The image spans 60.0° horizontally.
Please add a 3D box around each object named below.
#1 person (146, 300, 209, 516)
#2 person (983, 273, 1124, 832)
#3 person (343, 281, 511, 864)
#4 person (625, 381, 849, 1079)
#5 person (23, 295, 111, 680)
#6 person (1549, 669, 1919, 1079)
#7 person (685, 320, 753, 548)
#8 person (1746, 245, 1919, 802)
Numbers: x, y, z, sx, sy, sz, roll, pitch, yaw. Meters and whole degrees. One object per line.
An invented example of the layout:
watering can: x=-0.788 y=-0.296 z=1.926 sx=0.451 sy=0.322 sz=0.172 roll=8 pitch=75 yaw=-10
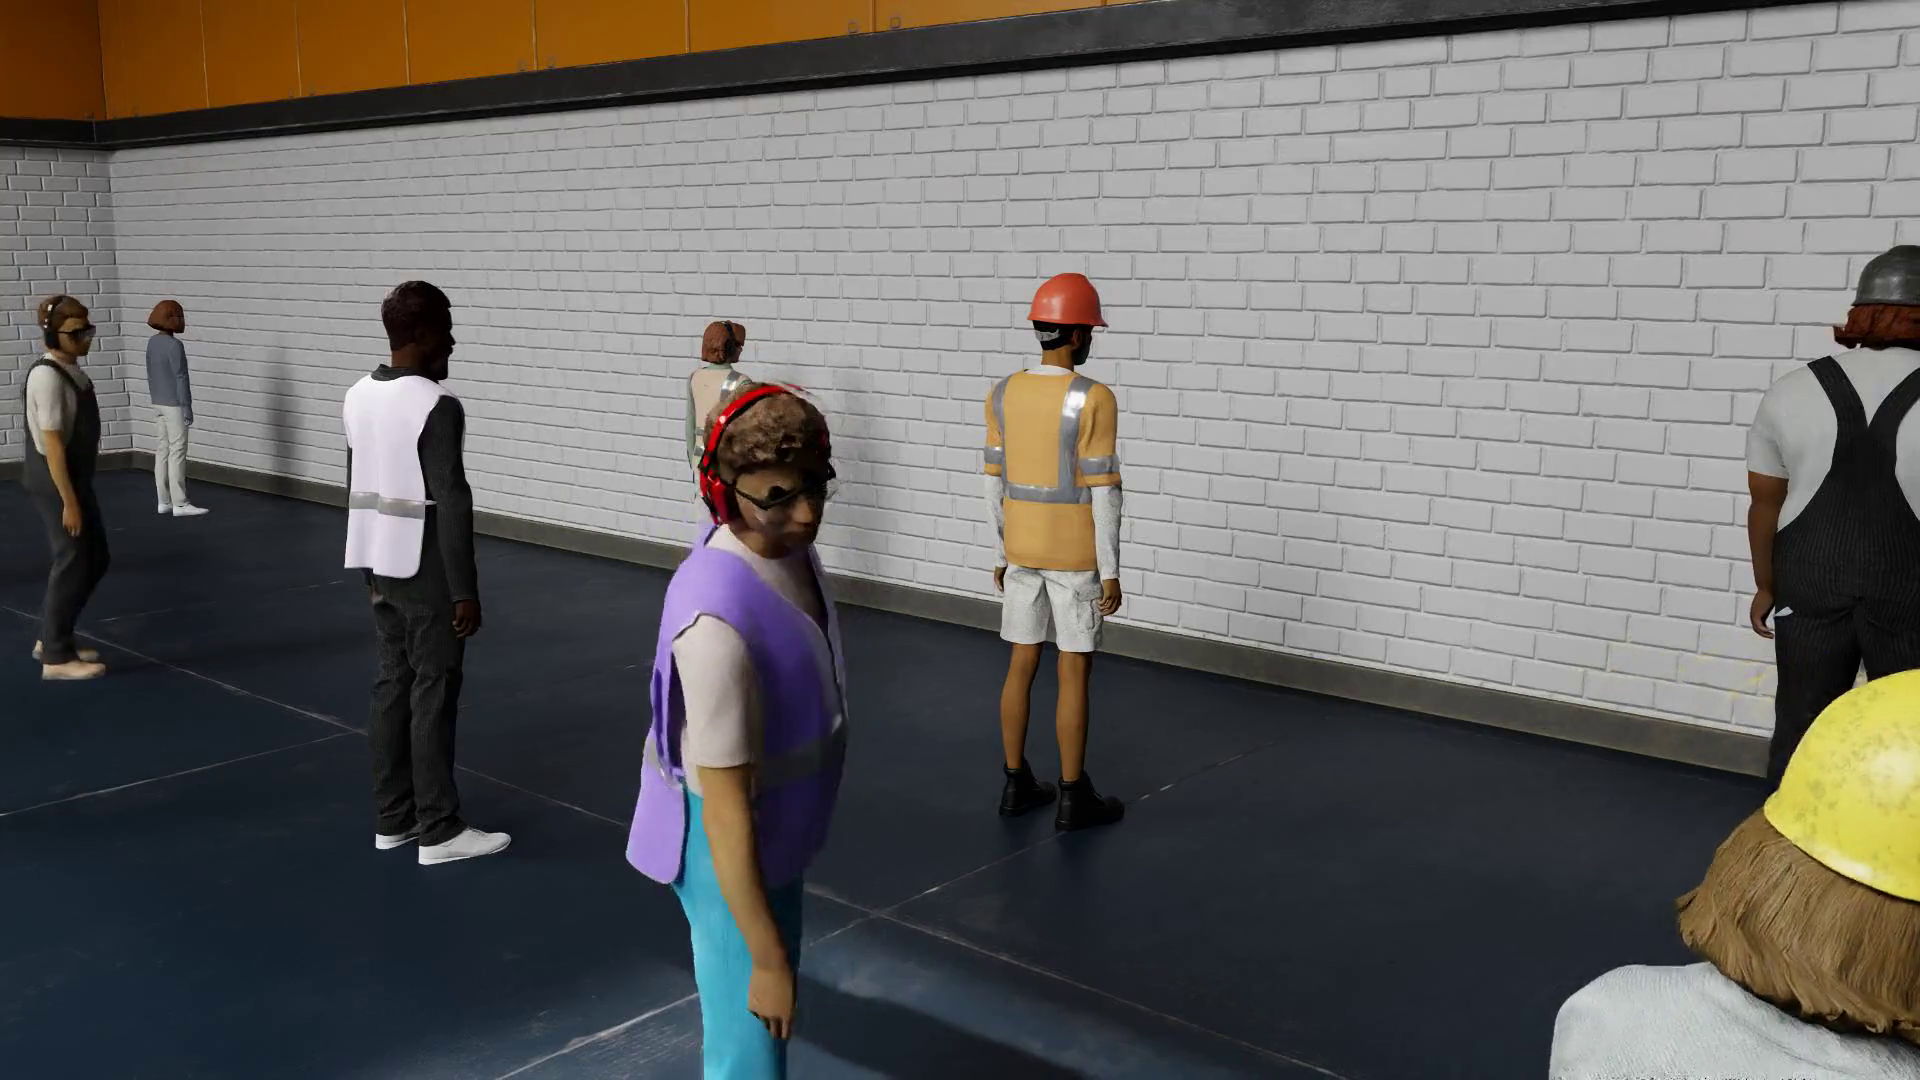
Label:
person: x=-5.978 y=-1.001 z=12.638 sx=0.507 sy=1.631 sz=0.270 roll=8 pitch=13 yaw=40
person: x=0.349 y=0.042 z=5.839 sx=0.552 sy=1.935 sz=0.374 roll=8 pitch=13 yaw=40
person: x=-1.806 y=0.112 z=5.497 sx=0.597 sy=1.915 sz=0.370 roll=8 pitch=13 yaw=40
person: x=-0.388 y=0.606 z=3.022 sx=0.400 sy=1.808 sz=0.680 roll=1 pitch=10 yaw=3
person: x=-4.161 y=-0.223 z=7.716 sx=0.445 sy=1.808 sz=0.543 roll=-3 pitch=10 yaw=-15
person: x=0.624 y=0.944 z=1.380 sx=0.599 sy=1.706 sz=0.500 roll=-6 pitch=12 yaw=-30
person: x=-1.268 y=-0.353 z=8.936 sx=0.523 sy=1.638 sz=0.310 roll=8 pitch=13 yaw=40
person: x=2.745 y=0.137 z=5.000 sx=0.688 sy=2.000 sz=0.536 roll=8 pitch=13 yaw=40
